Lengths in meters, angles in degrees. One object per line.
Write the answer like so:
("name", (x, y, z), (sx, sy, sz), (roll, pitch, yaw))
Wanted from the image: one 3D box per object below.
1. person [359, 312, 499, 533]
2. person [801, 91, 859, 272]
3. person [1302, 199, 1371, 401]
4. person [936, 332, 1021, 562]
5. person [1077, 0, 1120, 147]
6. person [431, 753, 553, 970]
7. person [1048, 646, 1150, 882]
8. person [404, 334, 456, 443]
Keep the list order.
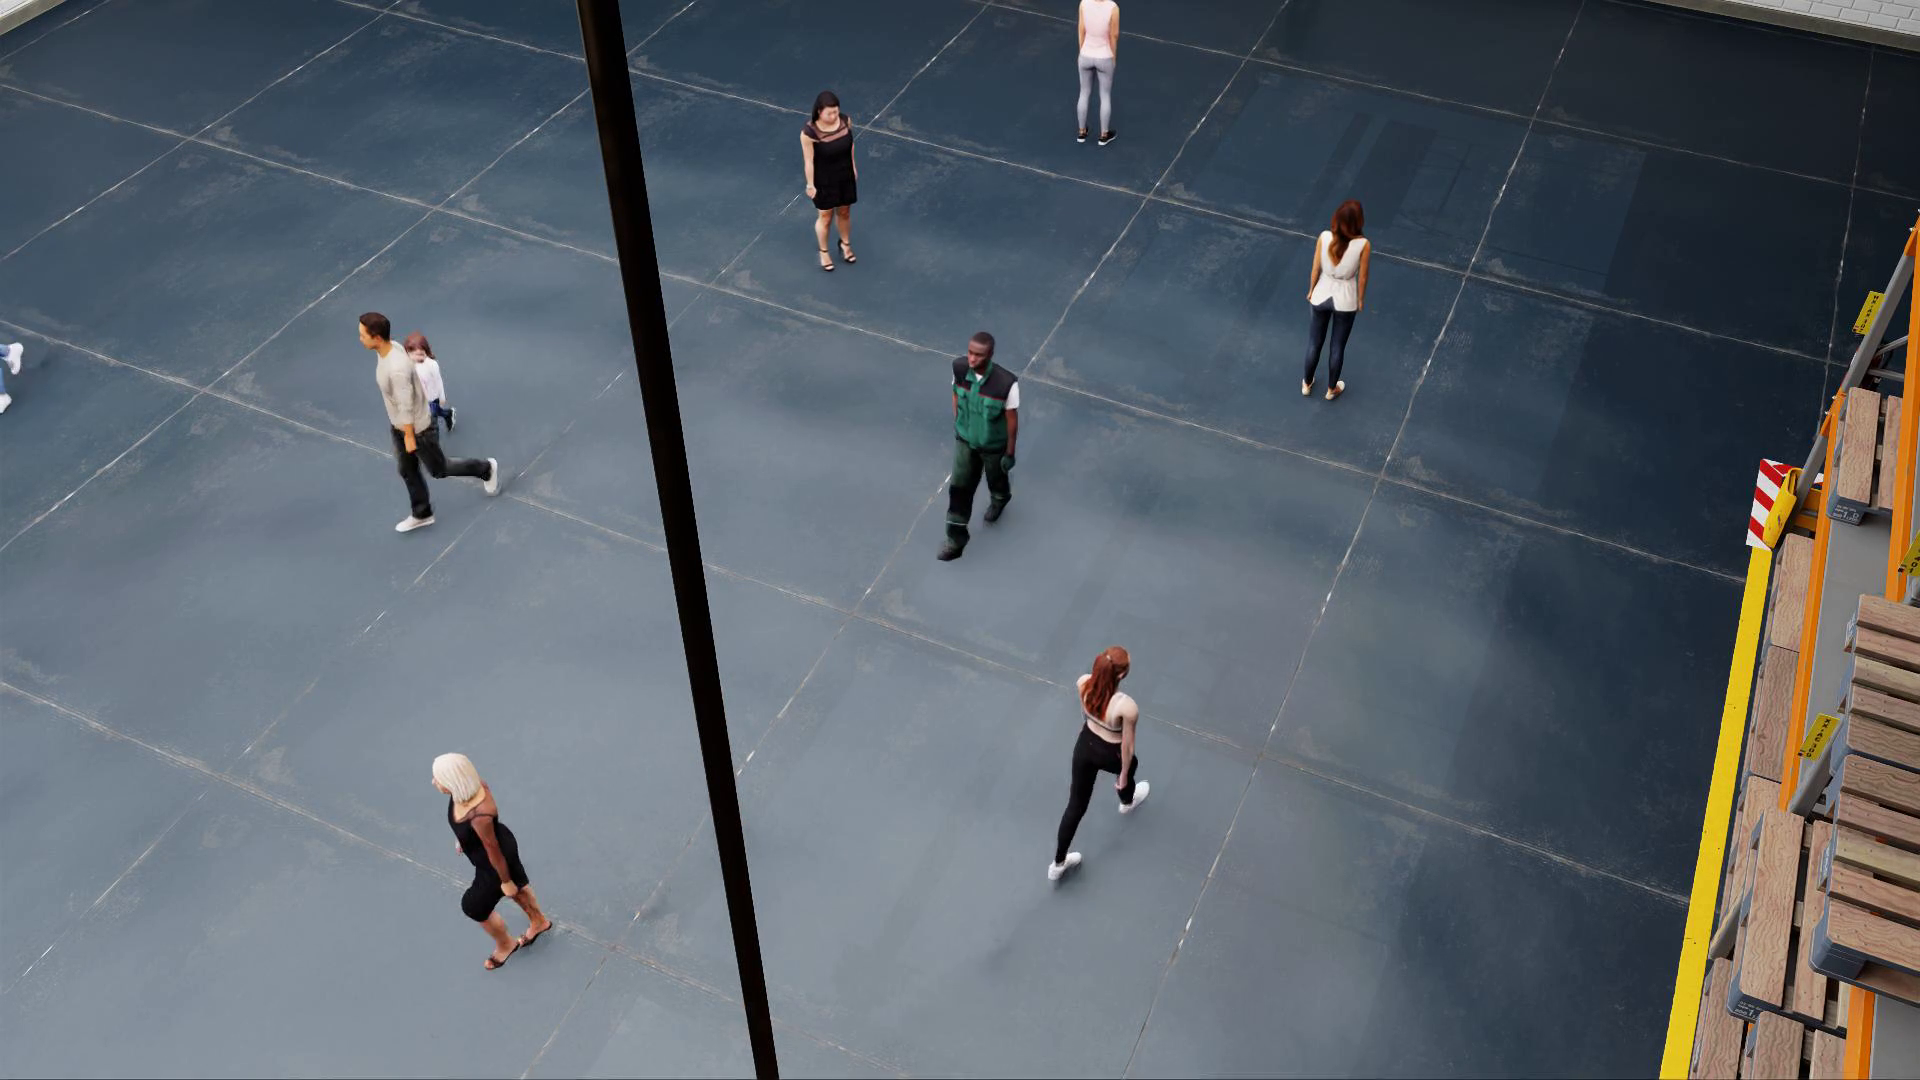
("person", (-3.810, -0.870, 11.881), (1.184, 1.774, 0.982), (-31, 51, -28))
("person", (-1.110, -3.091, 14.259), (0.690, 1.709, 0.806), (-28, 50, -26))
("person", (2.904, -1.851, 12.903), (0.586, 1.784, 0.505), (18, 46, 18))
("person", (0.214, -0.746, 11.743), (0.729, 1.784, 1.158), (19, 47, 19))
("person", (1.305, -4.590, 15.822), (0.562, 1.723, 0.510), (16, 46, 16))
("person", (-2.493, 1.729, 9.187), (0.843, 1.726, 0.787), (-18, 46, -18))
("person", (0.760, 1.310, 9.652), (0.831, 1.691, 1.243), (32, 52, 29))
("person", (-4.056, -1.147, 12.665), (0.574, 1.093, 0.808), (8, 44, 8))
